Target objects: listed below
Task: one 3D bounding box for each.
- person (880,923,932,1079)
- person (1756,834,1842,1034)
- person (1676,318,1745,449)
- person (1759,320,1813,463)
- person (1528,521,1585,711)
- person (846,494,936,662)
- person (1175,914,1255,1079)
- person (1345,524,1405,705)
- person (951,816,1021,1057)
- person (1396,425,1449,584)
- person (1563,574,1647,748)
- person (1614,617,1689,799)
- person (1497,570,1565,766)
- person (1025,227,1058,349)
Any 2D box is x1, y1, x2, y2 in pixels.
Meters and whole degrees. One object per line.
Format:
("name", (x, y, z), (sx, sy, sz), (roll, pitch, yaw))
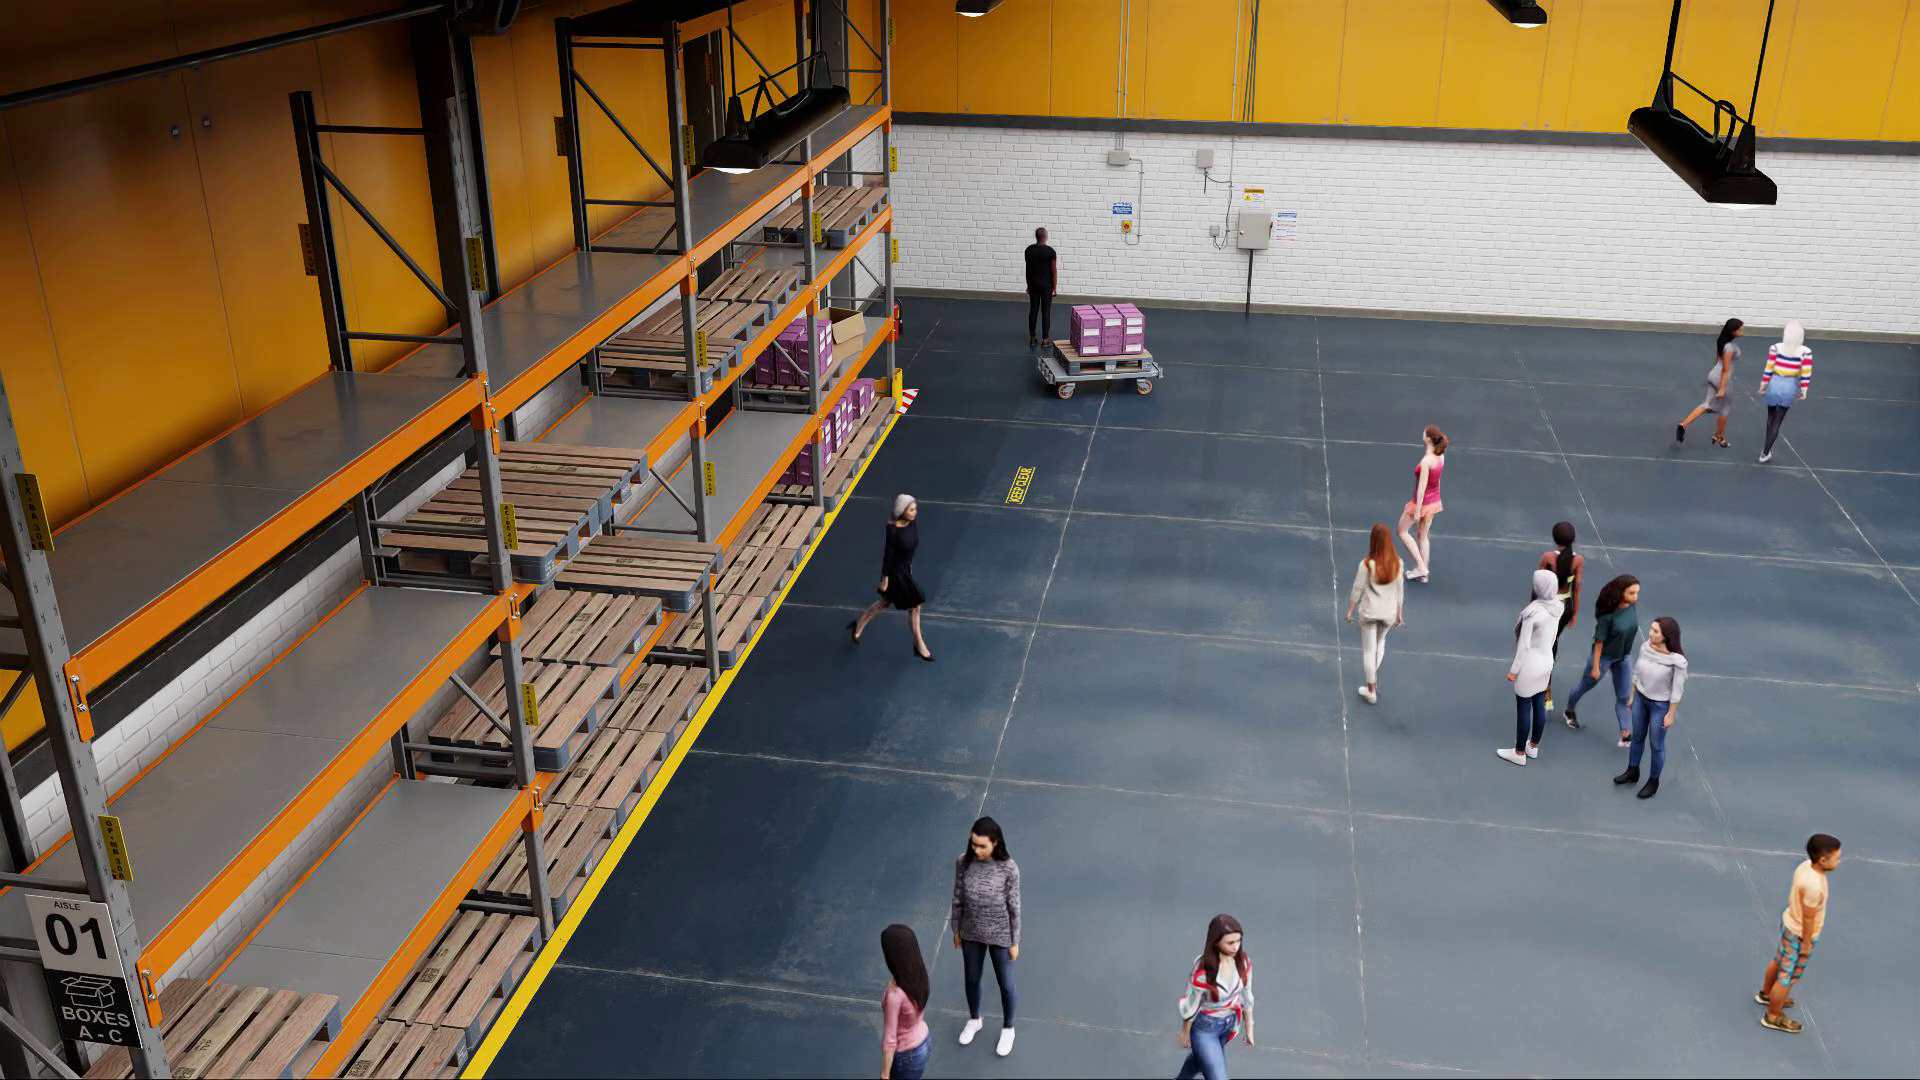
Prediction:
("person", (-0.261, 3.007, 9.725), (0.725, 1.736, 0.585), (4, 24, 9))
("person", (5.574, 2.578, 11.053), (0.620, 1.458, 0.454), (7, 25, 16))
("person", (9.537, -1.957, 21.070), (0.819, 1.745, 0.973), (0, 24, -1))
("person", (10.216, -1.820, 20.722), (0.895, 1.773, 1.010), (16, 28, 32))
("person", (5.357, 0.719, 14.998), (0.671, 1.705, 1.165), (1, 24, 2))
("person", (-0.667, 0.359, 15.837), (0.812, 1.693, 1.150), (11, 26, 23))
("person", (1.499, 2.926, 10.126), (1.035, 1.563, 1.143), (-13, 27, -27))
("person", (3.807, 0.704, 15.049), (0.745, 1.691, 0.833), (-3, 24, -6))
("person", (0.188, 2.538, 10.804), (0.650, 1.731, 0.577), (8, 25, 18))
("person", (4.915, -0.339, 17.375), (0.715, 1.739, 0.777), (-20, 31, -38))
("person", (5.594, 1.014, 14.485), (0.998, 1.575, 1.137), (-10, 25, -21))
("person", (5.699, 1.350, 13.648), (0.740, 1.630, 0.647), (-12, 26, -25))
("person", (4.872, 1.072, 14.099), (0.683, 1.777, 0.733), (-14, 27, -29))
("person", (1.224, -3.850, 25.309), (0.717, 1.818, 0.633), (10, 26, 22))
